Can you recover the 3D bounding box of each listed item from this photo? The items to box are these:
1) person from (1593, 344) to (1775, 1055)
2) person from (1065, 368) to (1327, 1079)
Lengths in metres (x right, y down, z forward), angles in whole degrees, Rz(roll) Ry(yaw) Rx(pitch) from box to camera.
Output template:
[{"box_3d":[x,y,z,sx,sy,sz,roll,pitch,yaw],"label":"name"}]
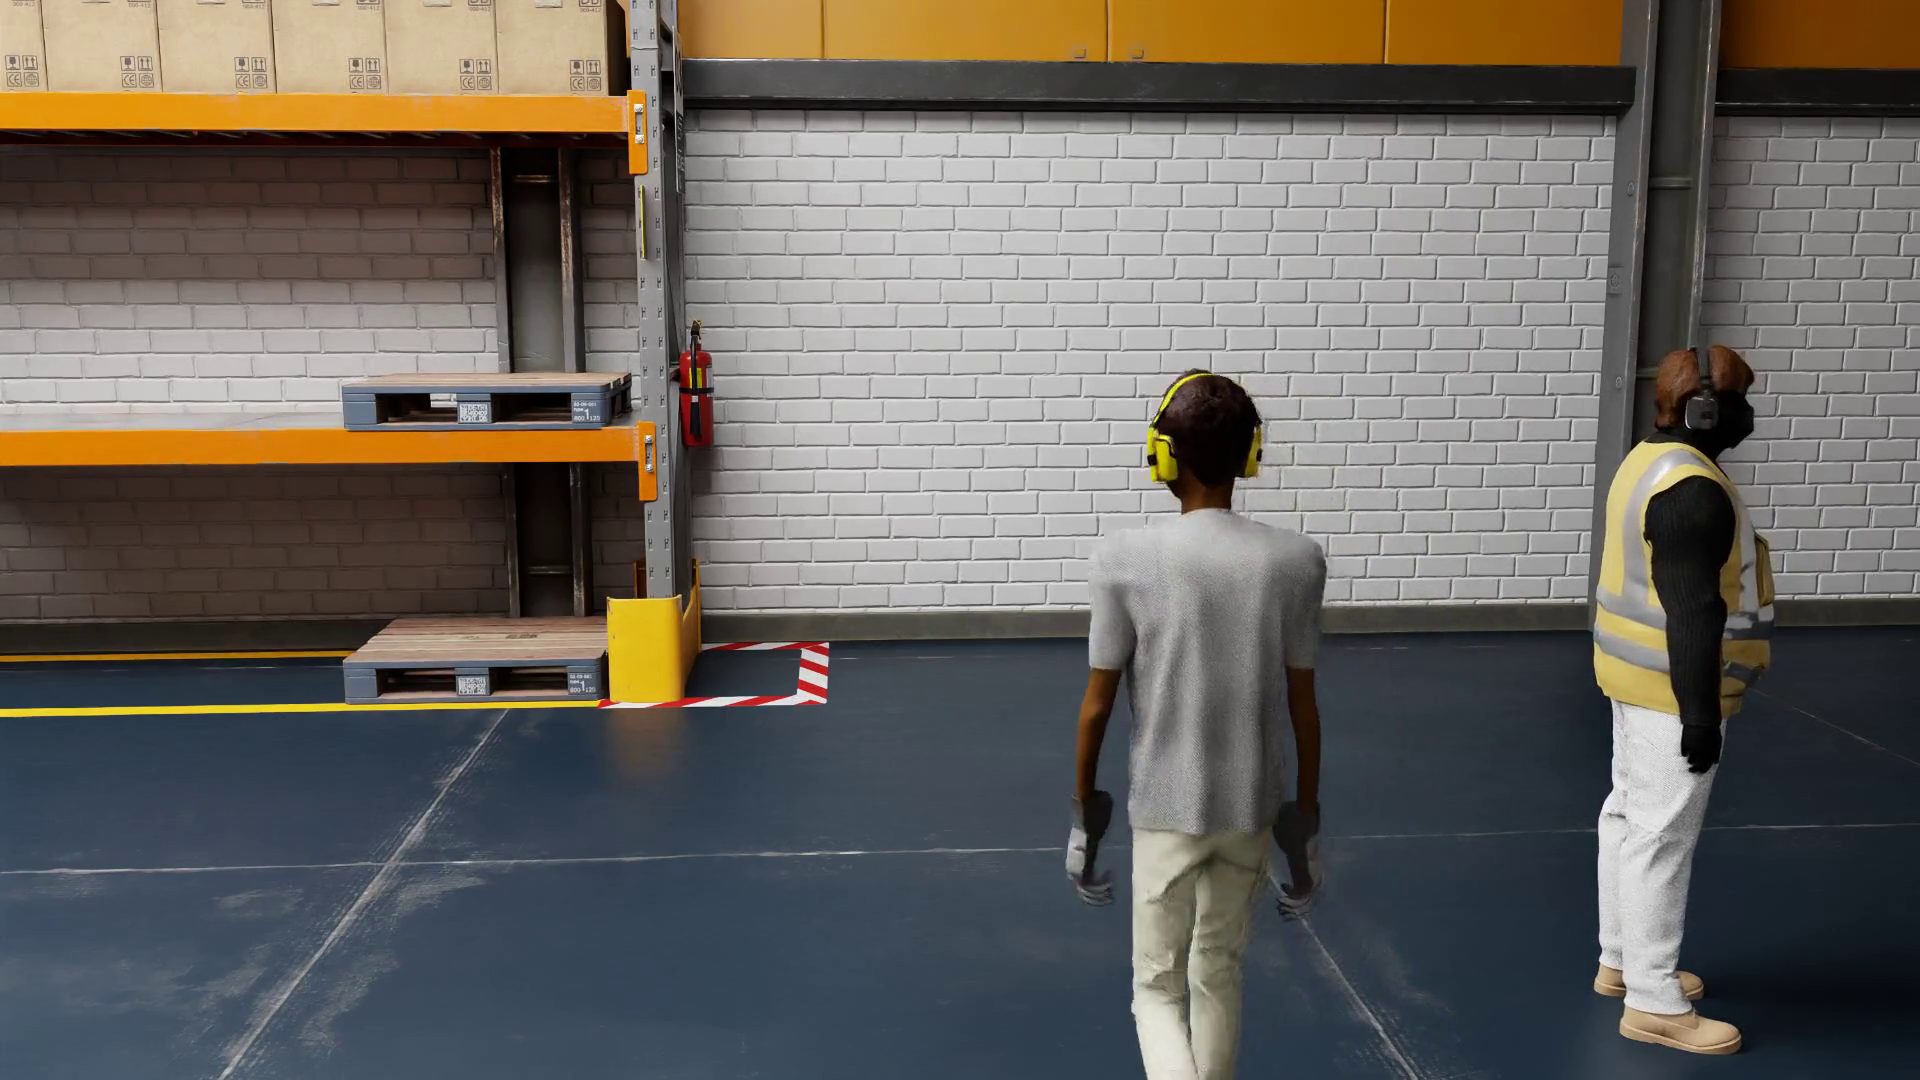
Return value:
[{"box_3d":[1.916,0.405,4.437,0.430,1.845,0.622,2,9,12],"label":"person"},{"box_3d":[0.499,0.581,3.363,0.520,1.844,0.800,-1,9,-7],"label":"person"}]
